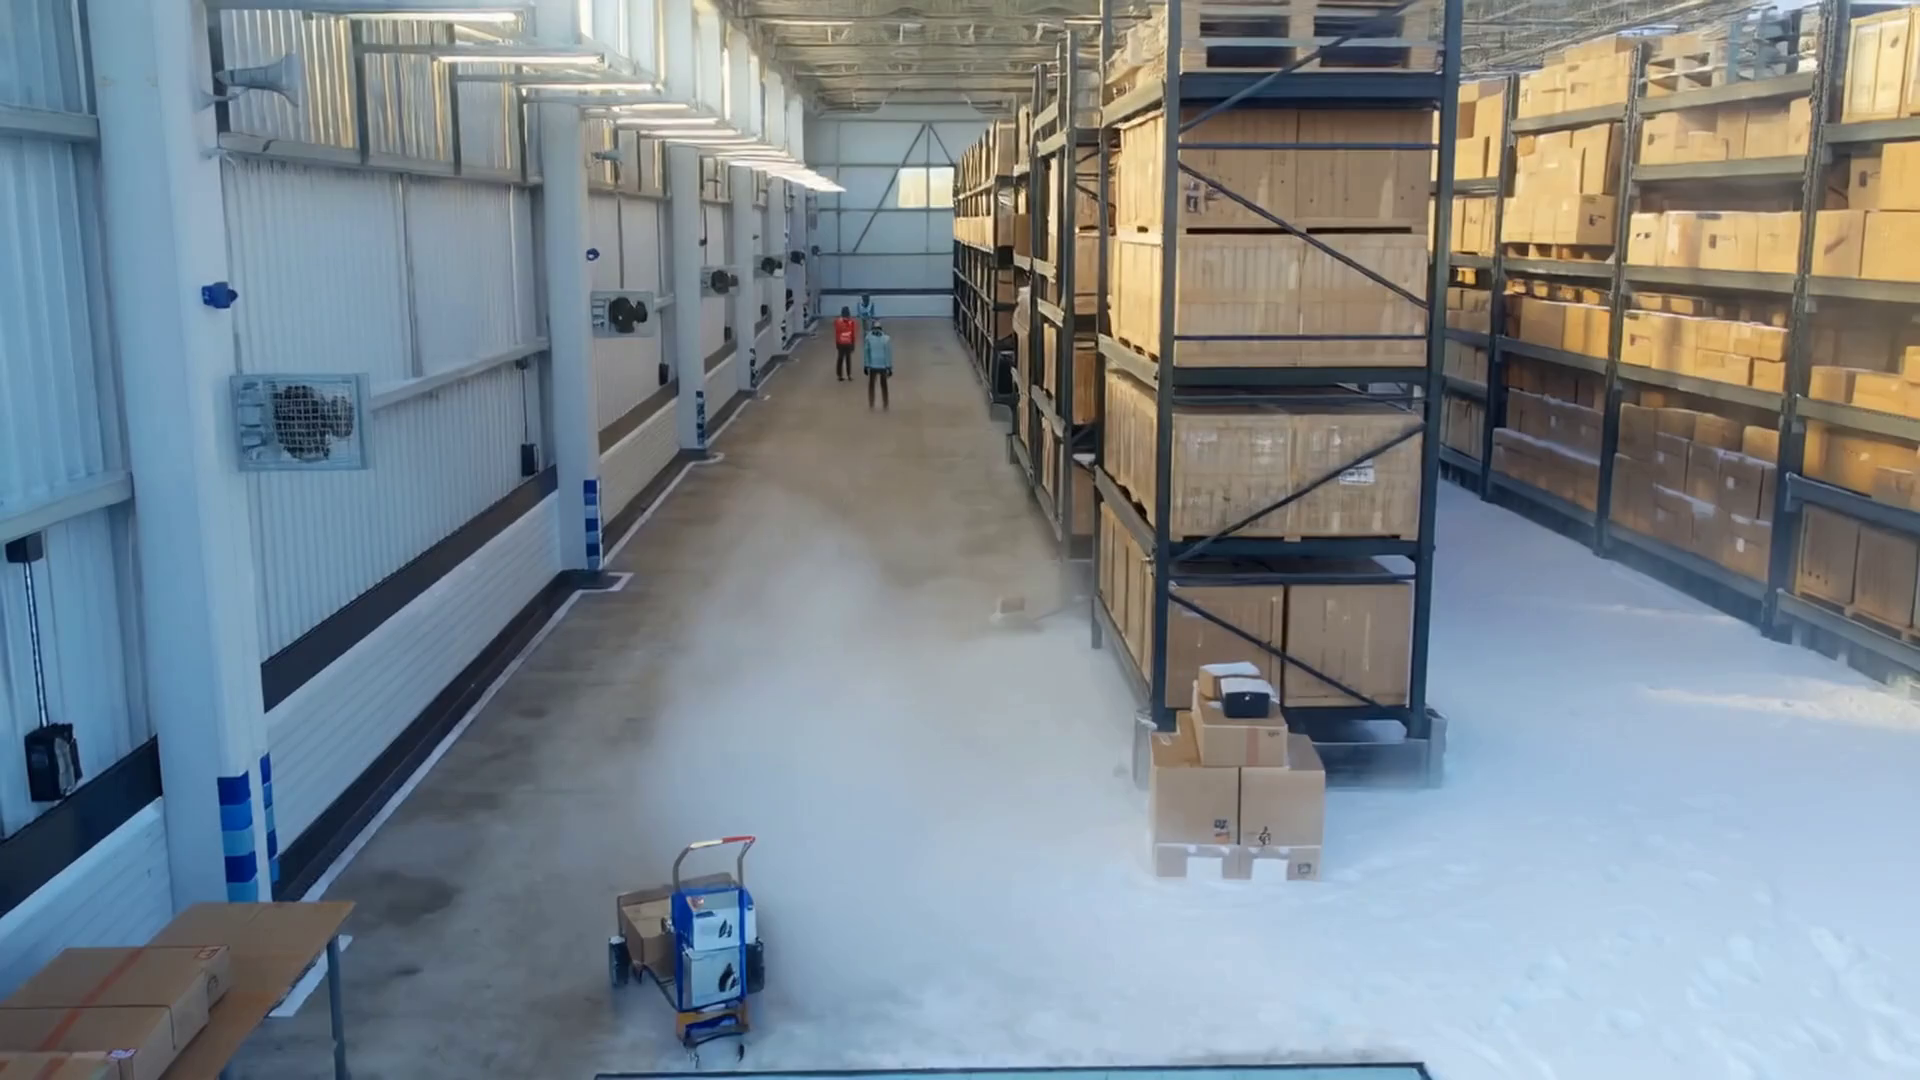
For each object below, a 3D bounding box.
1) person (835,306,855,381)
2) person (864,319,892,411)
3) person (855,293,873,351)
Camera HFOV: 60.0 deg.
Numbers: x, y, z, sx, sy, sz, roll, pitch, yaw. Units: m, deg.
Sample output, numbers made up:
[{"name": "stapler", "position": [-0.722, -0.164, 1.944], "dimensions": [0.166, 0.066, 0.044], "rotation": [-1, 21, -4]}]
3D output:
[{"name": "person", "position": [-2.937, -5.019, 42.509], "dimensions": [0.590, 1.911, 0.399], "rotation": [-9, 14, -39]}, {"name": "person", "position": [-1.755, -3.740, 35.651], "dimensions": [0.617, 1.986, 0.408], "rotation": [-1, 11, -8]}, {"name": "person", "position": [-2.994, -6.842, 52.164], "dimensions": [0.596, 1.830, 0.534], "rotation": [1, 11, 3]}]
